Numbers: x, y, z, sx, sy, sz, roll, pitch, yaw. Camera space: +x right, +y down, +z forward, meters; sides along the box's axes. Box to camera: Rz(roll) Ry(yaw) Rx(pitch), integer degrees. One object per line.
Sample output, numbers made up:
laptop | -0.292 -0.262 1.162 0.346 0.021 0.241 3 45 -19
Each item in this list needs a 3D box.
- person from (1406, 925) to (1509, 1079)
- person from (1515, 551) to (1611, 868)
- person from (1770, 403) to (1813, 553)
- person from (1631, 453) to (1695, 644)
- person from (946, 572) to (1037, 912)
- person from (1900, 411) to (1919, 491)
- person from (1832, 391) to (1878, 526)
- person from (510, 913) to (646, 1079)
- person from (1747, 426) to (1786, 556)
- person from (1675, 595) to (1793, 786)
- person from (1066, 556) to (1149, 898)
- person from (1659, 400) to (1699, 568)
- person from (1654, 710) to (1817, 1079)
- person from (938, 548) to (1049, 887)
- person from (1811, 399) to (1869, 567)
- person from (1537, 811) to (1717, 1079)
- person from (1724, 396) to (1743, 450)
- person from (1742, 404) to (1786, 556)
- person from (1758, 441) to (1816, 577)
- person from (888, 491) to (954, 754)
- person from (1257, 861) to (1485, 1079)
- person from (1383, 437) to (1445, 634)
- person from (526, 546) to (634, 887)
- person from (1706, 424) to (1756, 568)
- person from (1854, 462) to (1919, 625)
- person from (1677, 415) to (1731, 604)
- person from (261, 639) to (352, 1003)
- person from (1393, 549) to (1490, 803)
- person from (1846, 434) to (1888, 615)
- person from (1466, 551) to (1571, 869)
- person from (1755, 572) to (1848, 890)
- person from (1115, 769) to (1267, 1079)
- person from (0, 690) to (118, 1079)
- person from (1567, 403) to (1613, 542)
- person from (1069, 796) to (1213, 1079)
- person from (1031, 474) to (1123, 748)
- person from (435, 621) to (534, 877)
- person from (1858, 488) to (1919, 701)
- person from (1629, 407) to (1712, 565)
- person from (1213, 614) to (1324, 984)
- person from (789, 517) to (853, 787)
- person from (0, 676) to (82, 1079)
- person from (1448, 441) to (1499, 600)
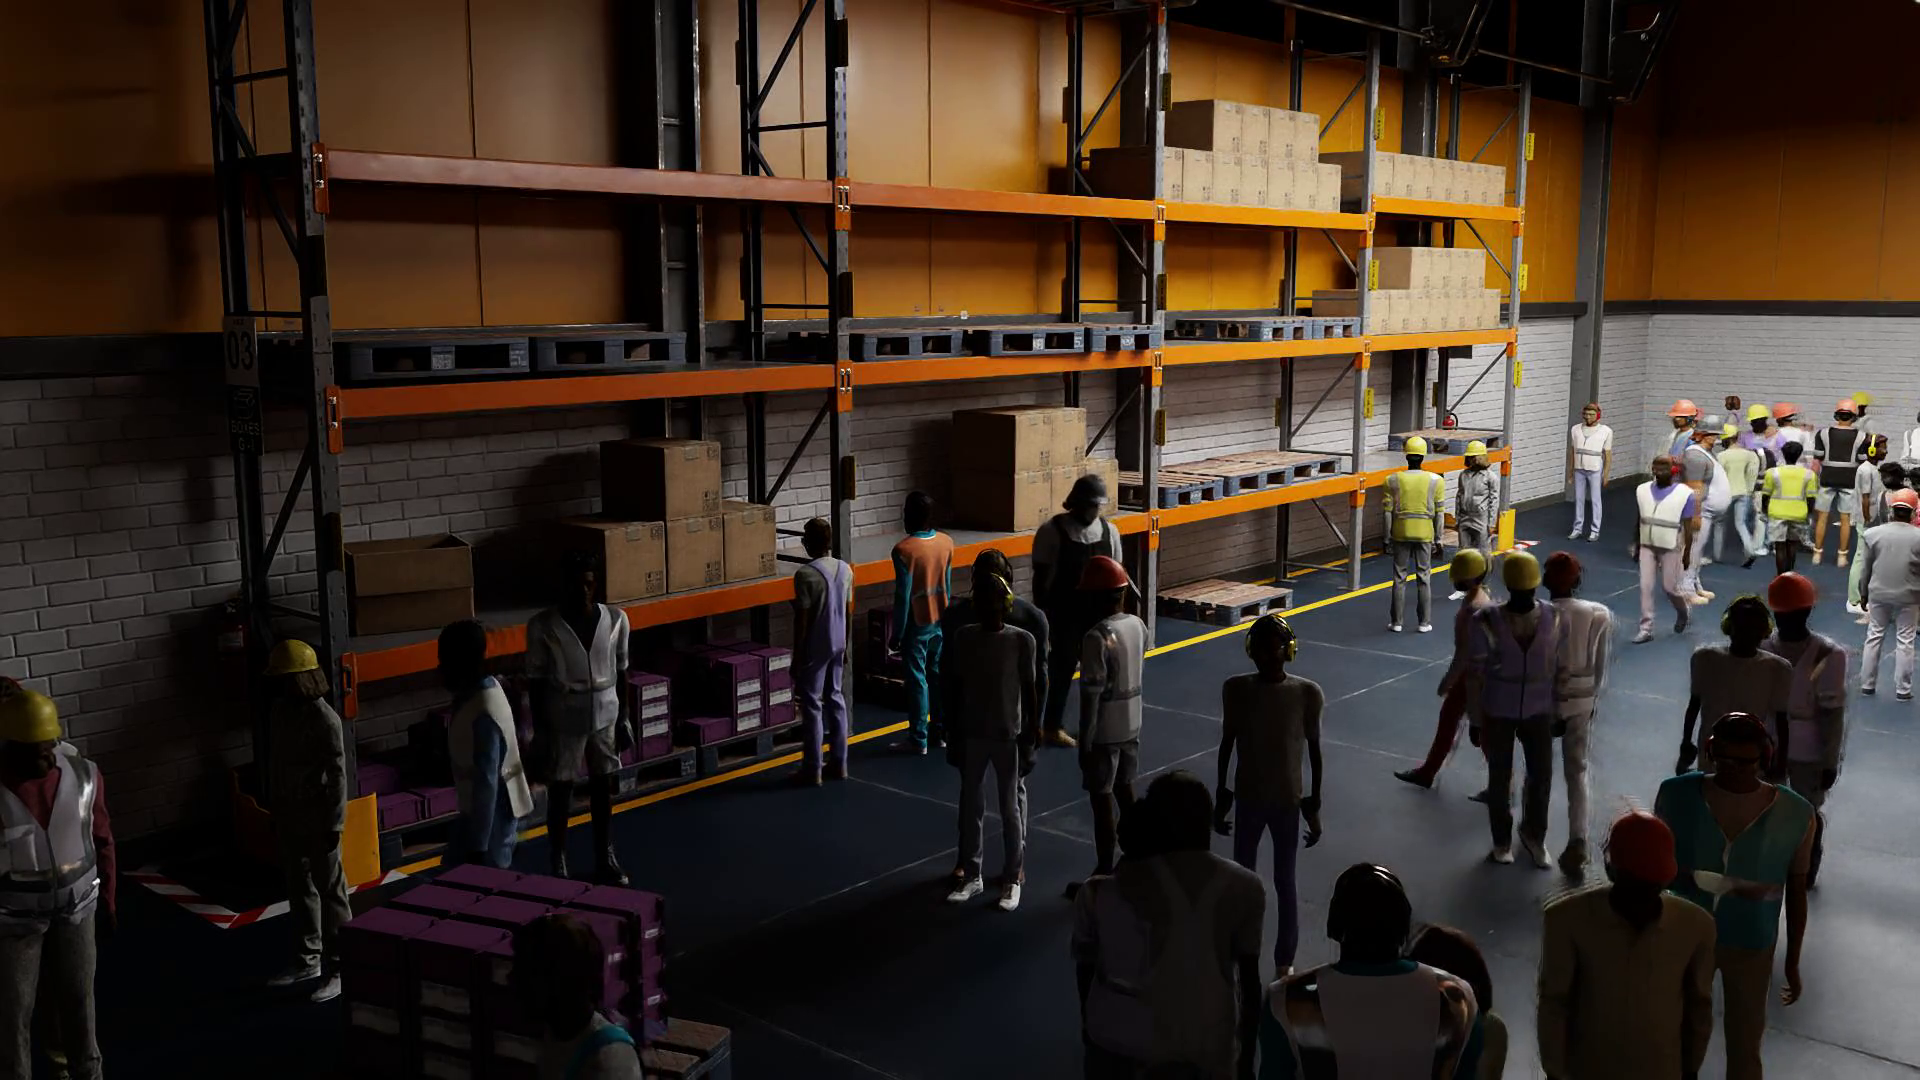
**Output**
person | 1.342 1.875 4.842 0.505 1.617 0.590 -3 9 -18
person | 3.558 0.984 9.863 0.556 1.849 0.903 1 9 8
person | 10.510 -0.779 21.085 0.671 1.916 0.358 2 9 14
person | 6.705 0.070 15.829 0.718 1.824 0.575 -7 11 -39
person | 0.168 1.092 9.092 0.533 1.866 0.315 3 9 21
person | 12.166 -0.759 21.002 0.351 1.880 0.576 -7 11 -37
person | 12.689 -1.137 23.344 0.683 1.907 0.597 1 9 6
person | -0.913 1.858 4.419 0.939 1.790 0.546 -6 11 -36
person | 10.110 -0.606 20.782 0.523 1.636 0.311 0 9 1
person | 4.002 1.182 8.642 0.523 1.820 0.895 4 10 25
person | 0.806 1.043 9.221 0.385 1.929 0.543 7 11 37
person | 8.599 -0.656 19.847 0.397 2.039 0.610 1 9 5
person | 2.904 1.535 6.328 0.563 1.838 0.390 5 10 27
person | 0.181 1.004 9.427 0.635 1.938 0.360 2 9 12
person | 10.608 -0.684 20.052 0.613 2.028 0.409 5 10 31
person | 2.173 1.729 5.414 0.563 1.721 0.753 2 9 13
person | 12.272 -1.477 26.432 0.318 1.630 0.513 6 11 33
person | 10.048 -0.745 20.828 0.477 1.895 0.625 -6 11 -36
person | 9.158 -0.273 18.502 0.539 1.674 0.666 1 9 9
person | -0.280 0.601 12.096 0.392 1.920 0.592 7 11 38
person | 1.114 1.794 4.649 0.625 1.844 0.429 -1 9 -4
person | 4.412 -0.044 16.225 0.587 1.928 0.363 2 9 12
person | -2.124 1.003 9.347 0.604 1.966 0.367 -6 10 -32
person | 9.315 -0.530 20.021 0.509 1.720 0.758 -1 9 -9
person | 9.420 0.043 16.659 0.862 1.659 0.527 -4 10 -24
person | 7.939 -0.339 17.766 0.535 2.000 0.683 5 10 28
person | -3.142 1.330 7.954 0.493 1.743 0.295 5 10 31
person | 3.255 0.893 10.900 0.813 1.712 0.544 2 9 11
person | 9.401 -0.167 17.202 0.328 1.872 0.512 5 10 27
person | 3.243 0.985 9.691 0.600 1.894 0.541 1 9 8
person | 4.551 1.093 9.092 0.552 1.905 0.960 8 12 41
person | 0.771 1.662 5.665 0.502 1.801 0.735 1 9 4
person | -3.687 1.489 6.670 0.403 1.825 0.592 8 12 42
person | 8.343 -0.898 22.032 0.394 1.836 0.561 -8 12 -41
person | 0.630 1.703 5.699 0.540 1.695 0.317 6 11 36
person | 0.893 0.499 12.356 0.713 2.000 0.565 -3 9 -19
person | -2.224 1.287 7.738 0.456 1.894 0.631 -4 10 -22
person | 7.697 0.444 13.669 0.566 1.744 0.350 8 12 42
person | 8.698 -0.678 20.345 0.976 1.933 0.657 6 11 35
person | 1.476 1.265 7.970 0.532 1.868 0.310 3 9 19
person | -0.944 0.760 11.351 0.348 1.836 0.517 8 12 40
person | -3.886 1.452 6.837 0.567 1.846 0.389 -5 10 -28
person | 5.495 -0.191 17.766 0.323 1.743 0.489 -7 11 -38
